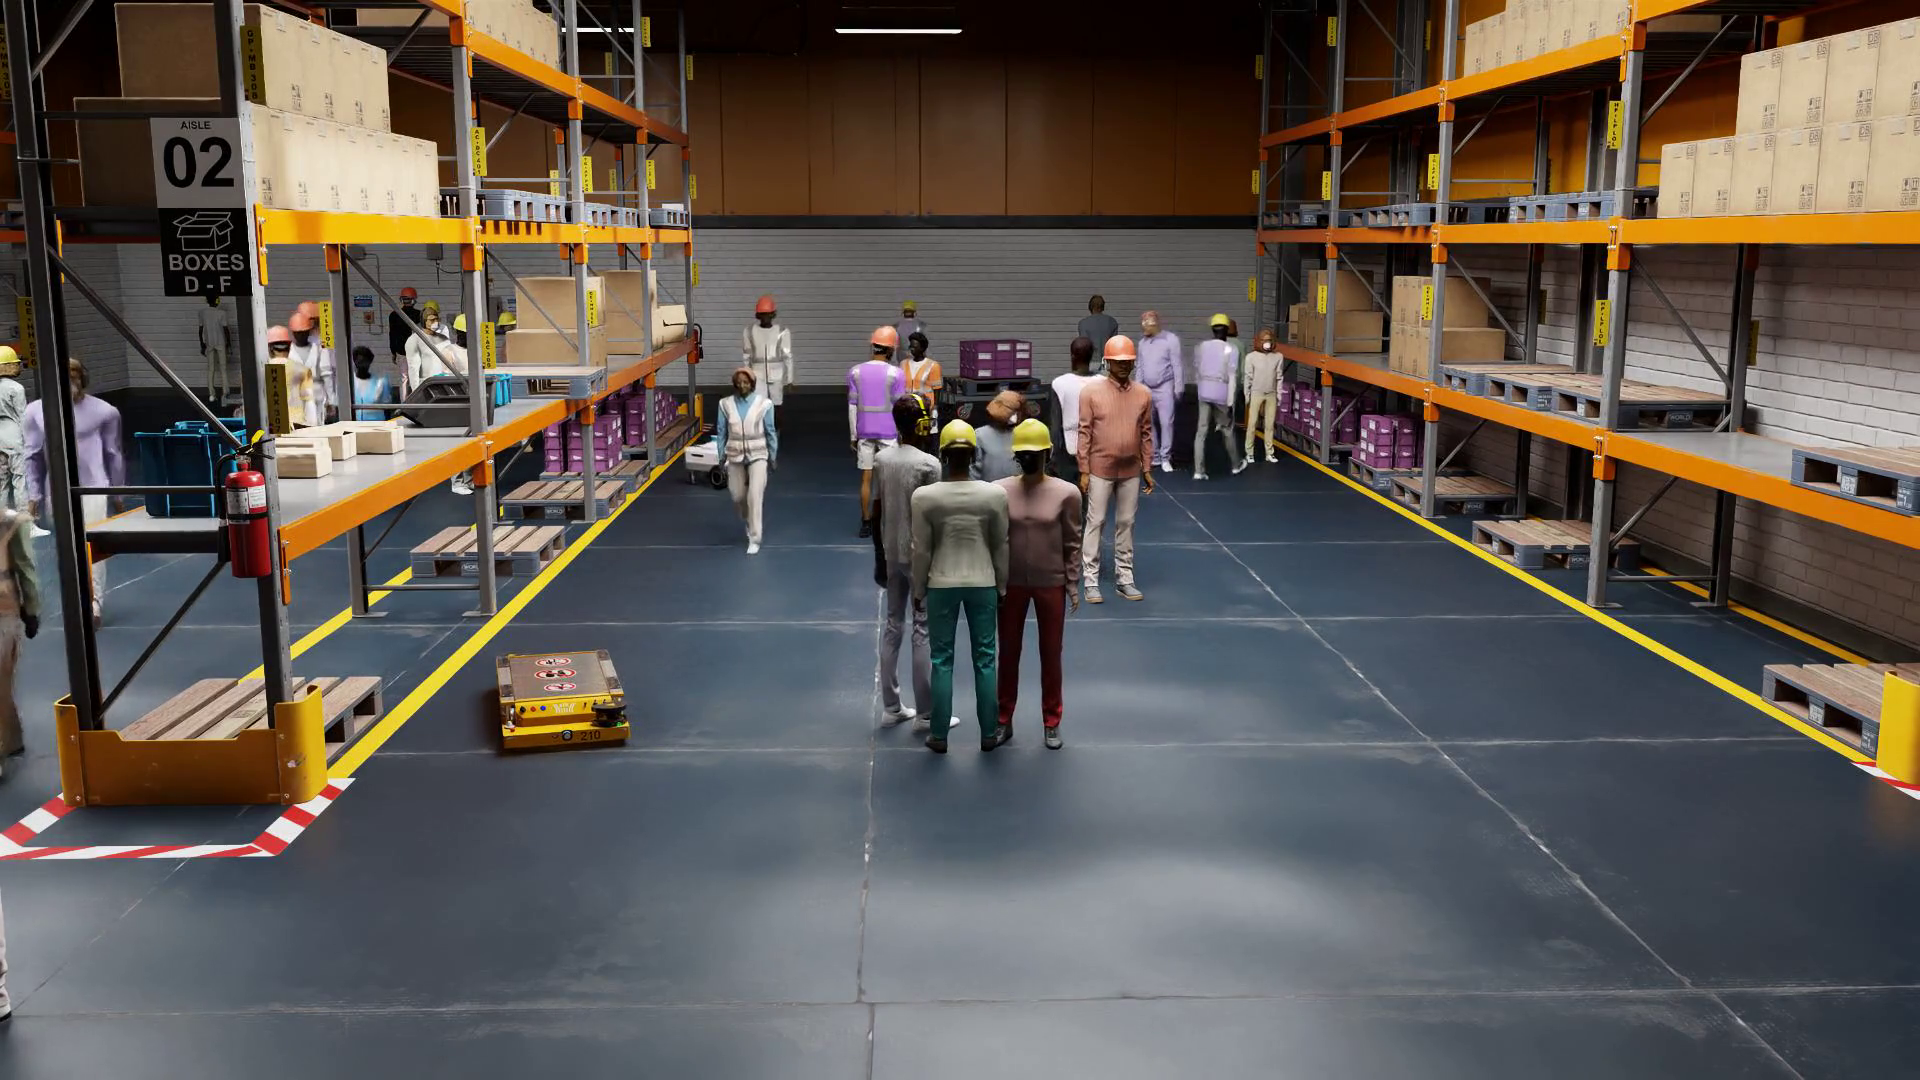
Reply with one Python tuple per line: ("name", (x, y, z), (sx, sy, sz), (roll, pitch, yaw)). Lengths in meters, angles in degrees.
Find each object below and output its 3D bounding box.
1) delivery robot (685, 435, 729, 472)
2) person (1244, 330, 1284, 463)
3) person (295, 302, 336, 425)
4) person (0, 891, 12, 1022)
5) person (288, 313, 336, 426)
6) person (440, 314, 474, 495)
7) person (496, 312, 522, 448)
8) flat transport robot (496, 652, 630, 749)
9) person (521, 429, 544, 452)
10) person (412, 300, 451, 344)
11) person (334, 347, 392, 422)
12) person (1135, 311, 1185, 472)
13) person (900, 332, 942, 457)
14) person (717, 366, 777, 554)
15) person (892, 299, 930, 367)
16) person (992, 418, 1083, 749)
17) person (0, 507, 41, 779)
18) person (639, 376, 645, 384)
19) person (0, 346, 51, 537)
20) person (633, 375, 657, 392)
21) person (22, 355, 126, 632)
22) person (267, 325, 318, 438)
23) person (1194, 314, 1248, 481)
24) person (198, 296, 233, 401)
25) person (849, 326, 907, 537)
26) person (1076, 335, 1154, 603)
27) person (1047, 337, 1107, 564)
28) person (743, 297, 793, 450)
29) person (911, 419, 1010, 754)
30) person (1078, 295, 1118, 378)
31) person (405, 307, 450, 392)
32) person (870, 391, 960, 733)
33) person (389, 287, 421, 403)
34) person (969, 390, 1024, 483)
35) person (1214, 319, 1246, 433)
("delivery robot", (-2.680, -0.907, 18.275), (0.707, 0.478, 0.477), (7, 12, 34))
("person", (3.690, -1.742, 20.213), (0.496, 1.626, 0.283), (-2, 10, -10))
("person", (-7.377, -1.692, 18.892), (0.624, 1.994, 1.019), (6, 12, 29))
("person", (-3.510, 0.734, 5.619), (0.641, 1.913, 0.407), (9, 14, 42))
("person", (-7.177, -1.535, 18.299), (0.568, 1.888, 0.960), (-5, 11, -24))
("person", (-5.274, -1.449, 17.763), (0.379, 1.917, 0.585), (3, 11, 18))
("person", (-5.862, -2.080, 21.704), (0.323, 1.765, 0.534), (-6, 12, -30))
("flat transport robot", (-2.276, 0.870, 9.433), (0.652, 0.197, 1.431), (-3, 11, -16))
("person", (-5.423, -2.036, 21.285), (0.621, 1.835, 0.430), (-7, 12, -34))
("person", (-7.627, -2.555, 24.158), (0.590, 1.833, 0.404), (2, 10, 11))
("person", (-5.926, -1.098, 16.547), (0.538, 1.647, 0.899), (-2, 10, -11))
("person", (2.319, -1.740, 19.541), (0.407, 1.867, 0.743), (-9, 13, -41))
("person", (-0.448, -1.441, 18.332), (0.536, 1.696, 0.322), (6, 12, 29))
("person", (-1.847, -0.718, 14.548), (0.521, 1.620, 0.648), (1, 10, 6))
("person", (-0.747, -2.745, 25.259), (0.608, 1.809, 0.553), (2, 10, 11))
("person", (0.382, 0.237, 8.793), (0.526, 1.768, 0.331), (2, 10, 10))
("person", (-4.956, 0.395, 8.382), (0.517, 1.601, 0.746), (0, 10, 1))
("person", (-5.041, -2.855, 25.910), (0.635, 1.822, 1.055), (3, 11, 15))
("person", (-8.614, -0.886, 15.115), (0.486, 1.744, 0.294), (3, 11, 16))
("person", (-4.829, -2.814, 25.301), (0.547, 1.942, 0.344), (-1, 10, -8))
("person", (-6.176, -0.352, 11.688), (0.624, 1.913, 0.913), (-2, 10, -13))
("person", (-6.293, -1.048, 15.561), (0.581, 1.906, 0.497), (-1, 10, -4))
("person", (2.928, -1.620, 18.865), (0.588, 1.864, 0.946), (7, 12, 32))
("person", (-12.525, -3.262, 27.997), (0.538, 1.869, 0.313), (0, 10, -1))
("person", (-0.719, -0.960, 15.043), (0.598, 1.919, 0.391), (4, 11, 20))
("person", (1.162, -0.526, 12.400), (0.609, 1.996, 0.383), (-3, 11, -17))
("person", (1.019, -0.720, 13.737), (0.609, 1.902, 0.478), (-4, 11, -21))
("person", (-2.419, -2.069, 21.004), (0.622, 2.003, 1.026), (-1, 10, -4))
("person", (0.003, 0.248, 8.738), (0.523, 1.766, 0.315), (-1, 10, -6))
("person", (1.923, -2.469, 23.386), (0.627, 1.941, 0.374), (-5, 11, -26))
("person", (-6.065, -1.704, 19.126), (0.370, 1.940, 0.630), (5, 11, 25))
("person", (-0.267, 0.127, 9.143), (0.521, 1.862, 0.335), (9, 14, 41))
("person", (-8.438, -2.891, 25.581), (0.619, 1.992, 0.396), (0, 10, -1))
("person", (0.319, -0.312, 12.329), (0.555, 1.597, 0.614), (-1, 10, -8))
("person", (3.712, -2.254, 23.094), (0.506, 1.619, 0.493), (2, 10, 10))
